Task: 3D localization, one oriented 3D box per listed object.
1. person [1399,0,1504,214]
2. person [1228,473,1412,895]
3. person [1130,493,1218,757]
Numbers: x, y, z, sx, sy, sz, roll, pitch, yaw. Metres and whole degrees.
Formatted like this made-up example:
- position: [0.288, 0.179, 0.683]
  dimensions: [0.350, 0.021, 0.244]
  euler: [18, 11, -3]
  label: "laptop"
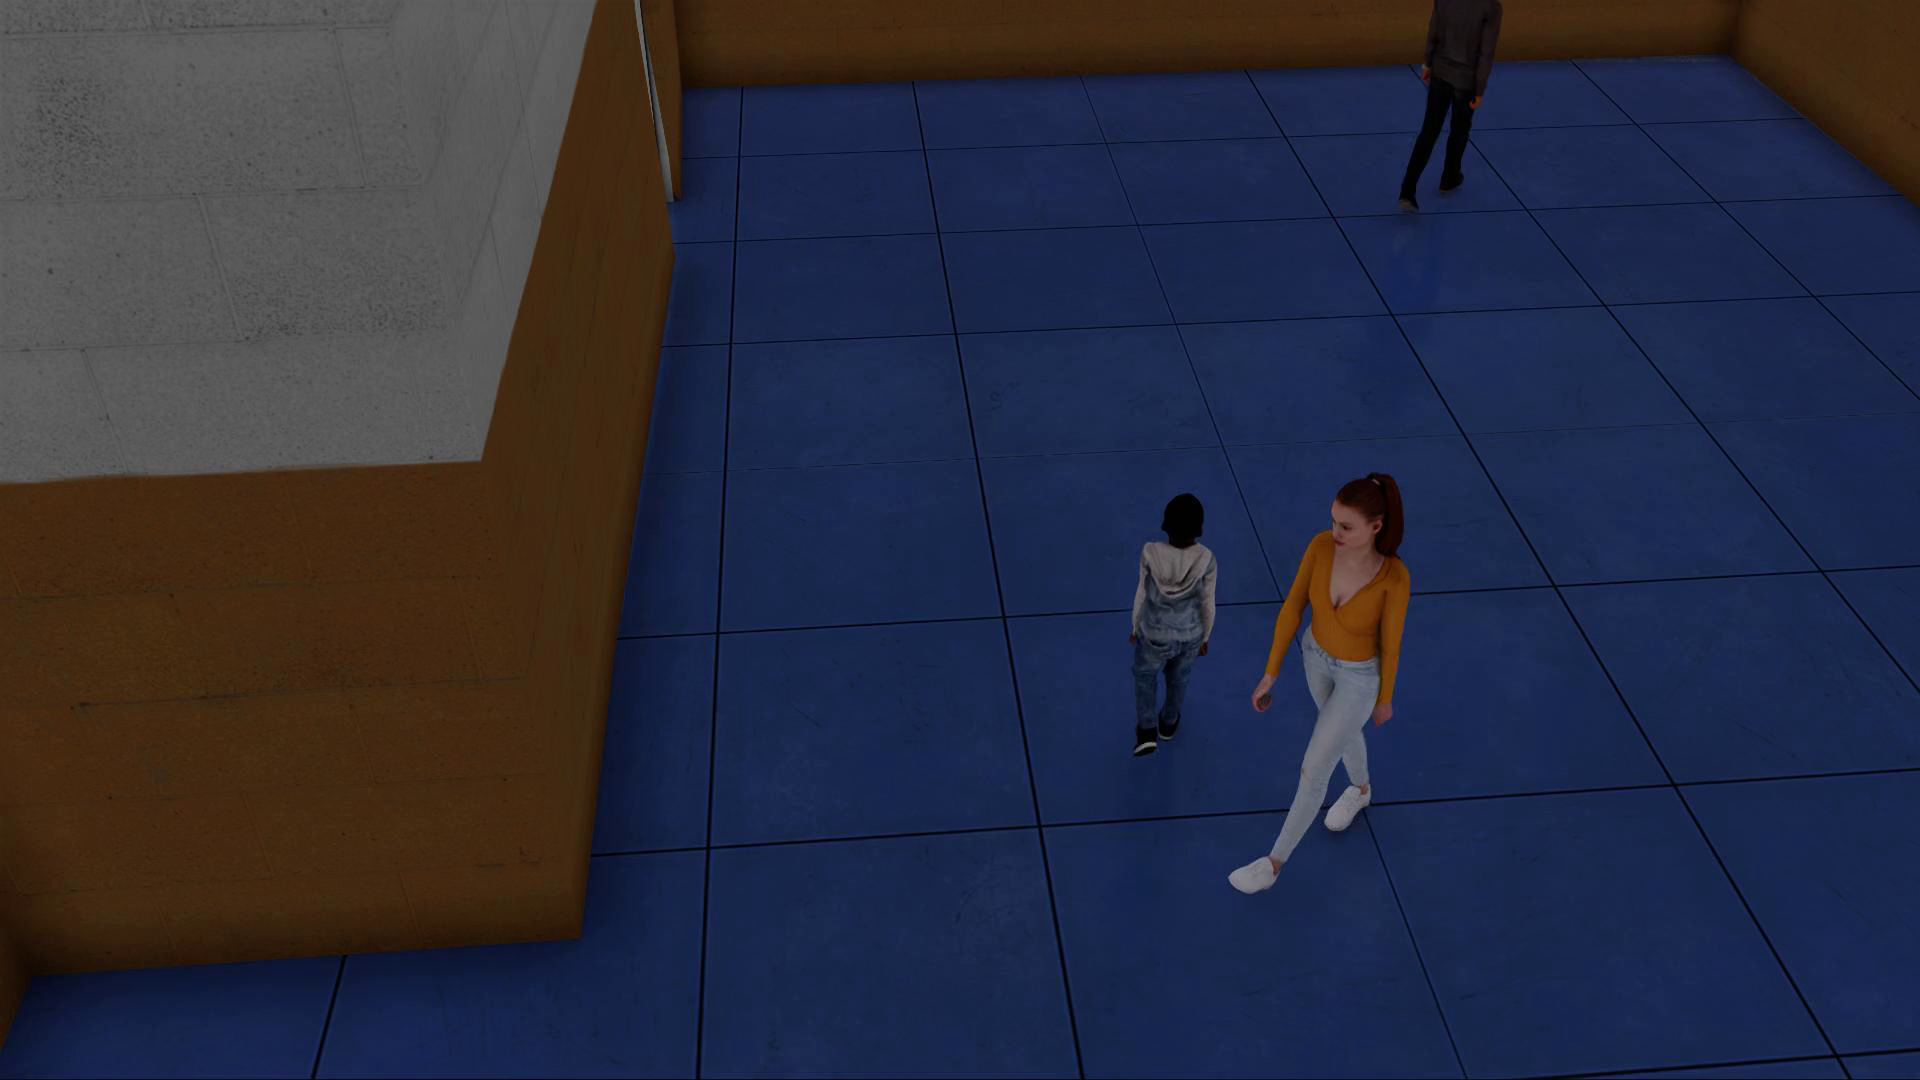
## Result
- position: [3.141, -2.942, 10.751]
  dimensions: [1.141, 1.735, 1.183]
  euler: [-9, 38, -11]
  label: "person"
- position: [1.474, 0.467, 6.231]
  dimensions: [1.182, 1.709, 1.028]
  euler: [-31, 47, -34]
  label: "person"
- position: [0.842, 0.378, 6.731]
  dimensions: [0.665, 1.251, 0.615]
  euler: [4, 37, 5]
  label: "person"
